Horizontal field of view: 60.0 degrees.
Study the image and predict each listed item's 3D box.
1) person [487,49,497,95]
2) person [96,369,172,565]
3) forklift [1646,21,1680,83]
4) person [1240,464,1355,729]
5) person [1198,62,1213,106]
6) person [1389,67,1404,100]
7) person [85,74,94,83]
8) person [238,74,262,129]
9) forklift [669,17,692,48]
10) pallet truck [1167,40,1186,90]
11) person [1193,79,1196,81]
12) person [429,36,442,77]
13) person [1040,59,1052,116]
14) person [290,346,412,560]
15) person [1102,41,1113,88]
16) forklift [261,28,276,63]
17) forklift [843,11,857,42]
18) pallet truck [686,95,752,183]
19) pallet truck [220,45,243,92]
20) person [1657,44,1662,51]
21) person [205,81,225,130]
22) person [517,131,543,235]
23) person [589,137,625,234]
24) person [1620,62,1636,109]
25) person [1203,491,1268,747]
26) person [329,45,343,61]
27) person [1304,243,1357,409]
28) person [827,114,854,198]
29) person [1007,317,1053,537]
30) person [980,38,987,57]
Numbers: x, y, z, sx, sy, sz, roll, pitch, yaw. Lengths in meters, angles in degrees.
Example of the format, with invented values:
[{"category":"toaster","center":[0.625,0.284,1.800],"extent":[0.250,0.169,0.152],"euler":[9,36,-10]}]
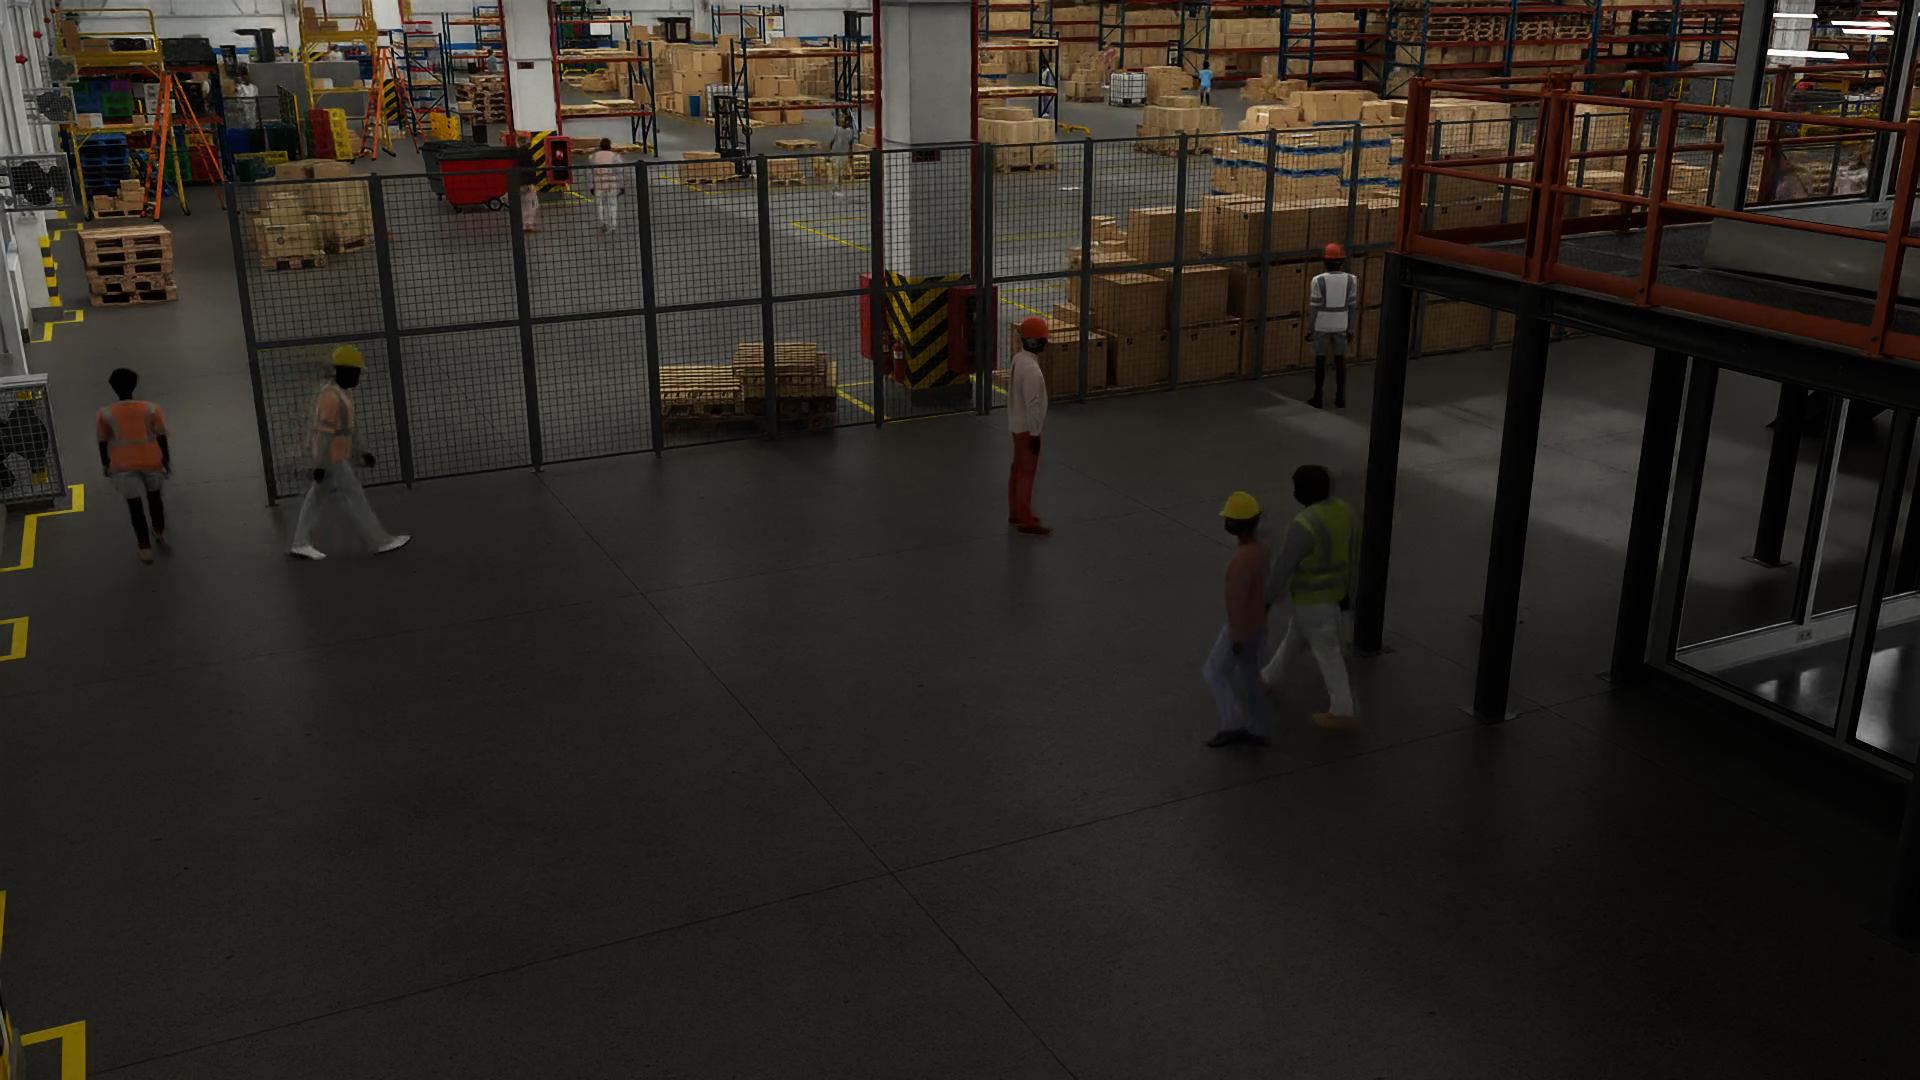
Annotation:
[{"category":"person","center":[-18.019,-17.932,64.074],"extent":[0.367,1.939,0.635],"euler":[1,19,4]},{"category":"person","center":[-7.179,-0.671,14.460],"extent":[0.544,1.648,0.856],"euler":[-13,23,-33]},{"category":"forklift","center":[28.560,-19.844,68.194],"extent":[1.873,2.768,1.129],"euler":[-9,21,-25]},{"category":"person","center":[2.335,0.360,11.278],"extent":[0.986,1.777,0.645],"euler":[15,24,38]},{"category":"person","center":[8.892,-16.457,60.229],"extent":[0.542,1.654,0.875],"euler":[-2,19,-5]},{"category":"person","center":[16.538,-17.470,62.778],"extent":[0.784,1.909,0.539],"euler":[-12,22,-31]},{"category":"person","center":[-32.964,-17.409,63.058],"extent":[0.770,1.603,0.534],"euler":[-3,19,-9]},{"category":"person","center":[-21.278,-13.017,49.949],"extent":[0.580,1.865,0.674],"euler":[-18,26,-42]},{"category":"forklift","center":[-12.147,-21.397,72.696],"extent":[1.129,2.768,1.873],"euler":[-16,25,-39]},{"category":"pallet truck","center":[9.045,-19.971,69.895],"extent":[0.823,1.965,1.885],"euler":[-3,19,-8]},{"category":"person","center":[10.606,-20.891,72.662],"extent":[0.865,1.935,0.607],"euler":[-14,24,-35]},{"category":"person","center":[-24.402,-22.501,77.390],"extent":[0.575,1.882,0.989],"euler":[-12,23,-32]},{"category":"person","center":[2.951,-15.589,57.309],"extent":[0.392,1.922,0.593],"euler":[-7,20,-19]},{"category":"person","center":[-5.377,-0.745,14.395],"extent":[1.084,1.845,0.583],"euler":[-6,20,-16]},{"category":"person","center":[6.263,-20.189,70.660],"extent":[0.407,1.912,0.644],"euler":[-4,19,-12]},{"category":"forklift","center":[-24.737,-16.946,59.793],"extent":[1.873,2.768,1.129],"euler":[-9,21,-25]},{"category":"forklift","center":[-5.509,-25.078,83.367],"extent":[1.873,2.768,1.129],"euler":[-9,21,-25]},{"category":"pallet truck","center":[-5.836,-9.608,39.856],"extent":[0.823,1.965,1.885],"euler":[10,22,27]},{"category":"pallet truck","center":[-28.879,-18.665,66.111],"extent":[0.823,1.965,1.885],"euler":[-3,19,-9]},{"category":"person","center":[31.487,-21.520,74.562],"extent":[0.719,1.877,0.487],"euler":[4,19,12]},{"category":"person","center":[-23.244,-13.668,51.921],"extent":[0.510,1.803,0.593],"euler":[-5,20,-15]},{"category":"person","center":[-8.301,-6.849,31.942],"extent":[0.421,1.941,0.685],"euler":[-10,21,-26]},{"category":"person","center":[-6.781,-6.828,32.056],"extent":[0.650,1.822,0.519],"euler":[-2,19,-5]},{"category":"person","center":[24.059,-16.378,59.987],"extent":[0.856,1.646,0.556],"euler":[-9,21,-25]},{"category":"person","center":[1.806,0.534,10.830],"extent":[0.515,1.747,0.546],"euler":[8,21,22]},{"category":"person","center":[-25.466,-19.355,68.260],"extent":[0.971,1.892,0.645],"euler":[12,23,32]},{"category":"person","center":[4.318,-2.470,19.306],"extent":[0.631,1.924,0.373],"euler":[-3,19,-7]},{"category":"person","center":[-2.628,-8.562,37.104],"extent":[0.547,1.810,0.760],"euler":[-15,24,-37]},{"category":"person","center":[0.627,-1.027,14.985],"extent":[0.396,1.992,0.623],"euler":[-4,19,-10]},{"category":"person","center":[1.114,-23.933,81.983],"extent":[0.823,1.595,0.525],"euler":[-16,25,-38]}]
